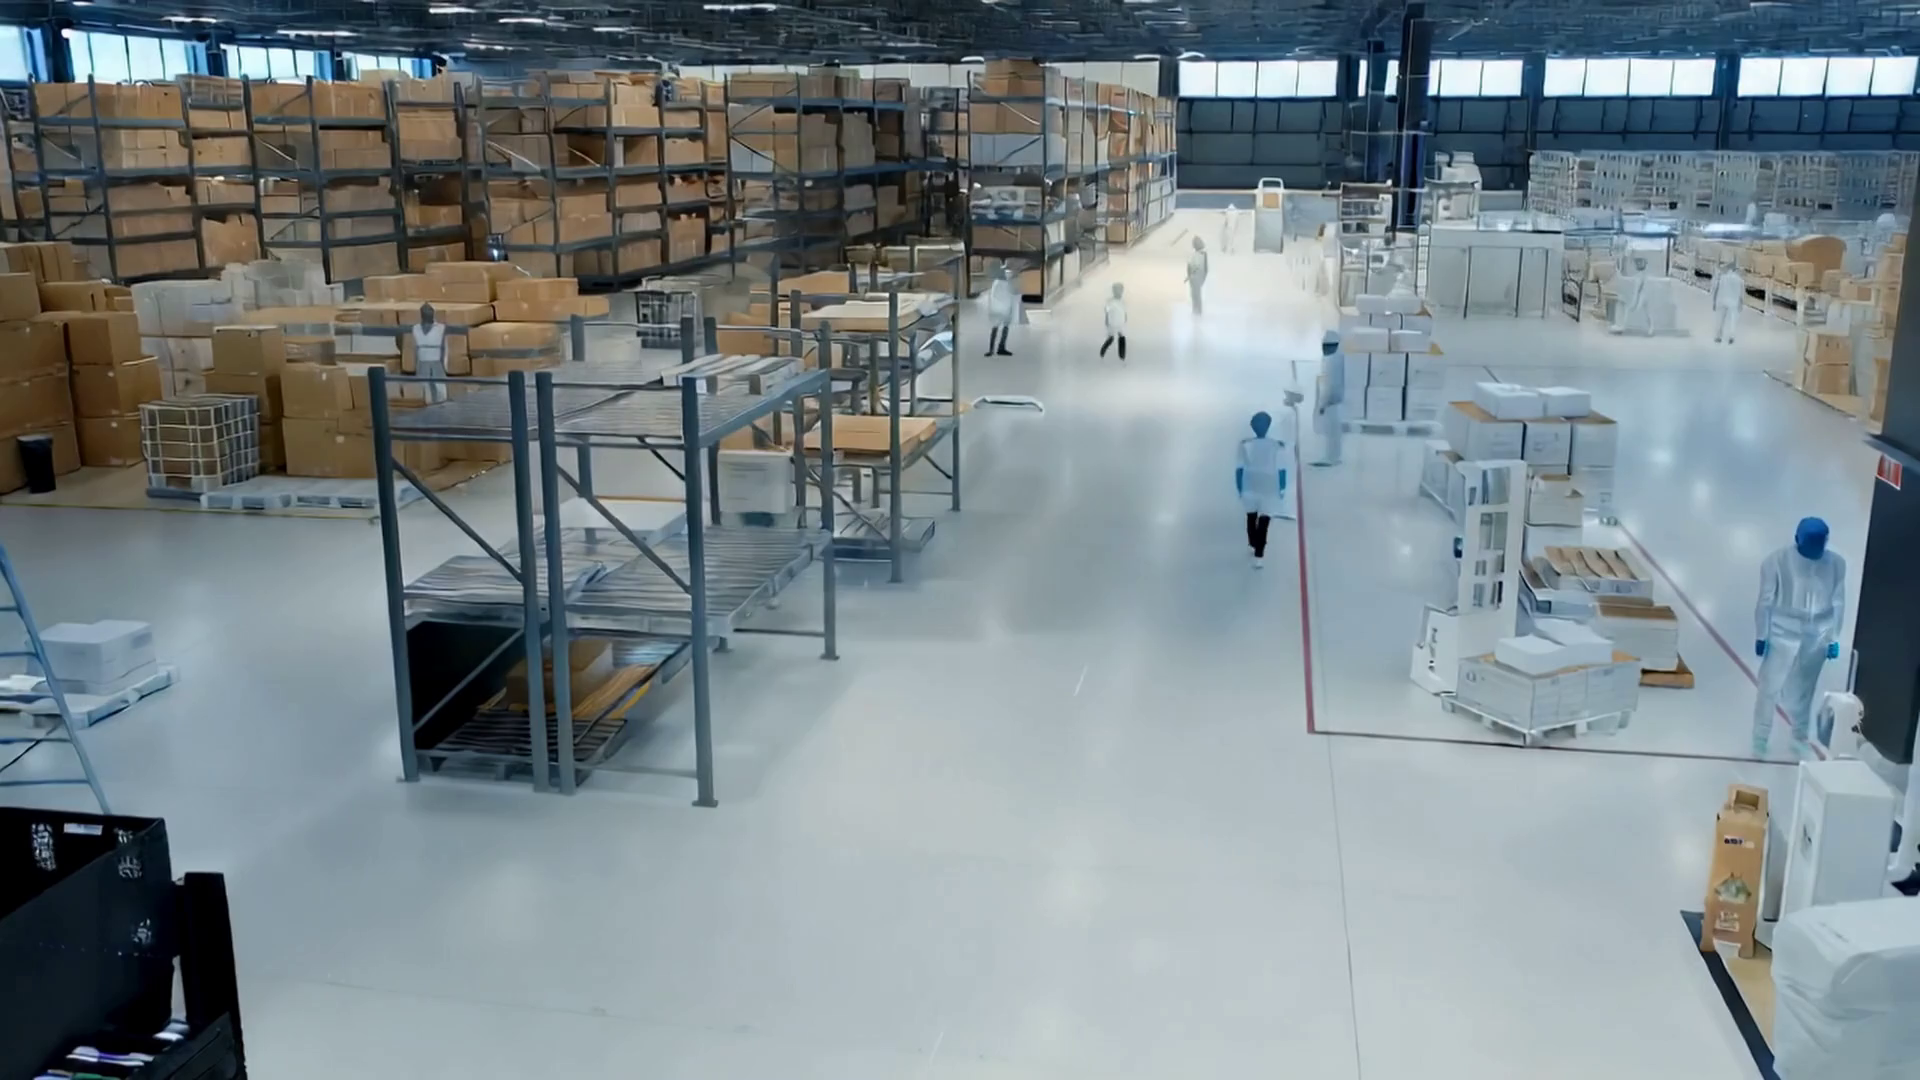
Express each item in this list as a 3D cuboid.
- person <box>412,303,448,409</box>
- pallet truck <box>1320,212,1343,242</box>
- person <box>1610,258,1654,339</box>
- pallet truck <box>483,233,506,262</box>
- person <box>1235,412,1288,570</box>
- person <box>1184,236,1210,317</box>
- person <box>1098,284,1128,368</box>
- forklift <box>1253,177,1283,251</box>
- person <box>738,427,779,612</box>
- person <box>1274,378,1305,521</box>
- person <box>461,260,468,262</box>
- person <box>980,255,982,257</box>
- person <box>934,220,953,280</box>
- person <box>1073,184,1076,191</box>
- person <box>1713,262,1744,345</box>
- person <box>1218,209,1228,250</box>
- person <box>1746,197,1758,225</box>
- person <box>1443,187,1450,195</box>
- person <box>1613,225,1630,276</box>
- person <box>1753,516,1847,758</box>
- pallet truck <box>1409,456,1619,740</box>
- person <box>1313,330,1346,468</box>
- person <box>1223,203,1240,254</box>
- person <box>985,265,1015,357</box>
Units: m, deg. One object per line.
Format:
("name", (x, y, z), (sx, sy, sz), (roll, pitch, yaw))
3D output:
("person", (-8.515, -2.853, 26.766), (0.592, 1.919, 0.392), (1, 14, 5))
("pallet truck", (15.874, -13.227, 70.310), (0.680, 1.201, 1.601), (10, 17, 35))
("person", (15.222, -5.422, 37.405), (0.974, 1.817, 0.544), (2, 14, 10))
("pallet truck", (-11.832, -7.026, 43.548), (1.885, 1.965, 0.823), (8, 16, 28))
("person", (3.263, -0.555, 17.966), (0.544, 1.662, 0.788), (7, 15, 26))
("person", (5.895, -6.650, 41.932), (0.663, 2.000, 0.698), (10, 17, 35))
("person", (3.061, -4.281, 33.075), (0.535, 1.663, 0.800), (-7, 16, -28))
("forklift", (12.083, -12.747, 64.956), (1.129, 2.768, 1.873), (3, 14, 10))
("person", (-2.043, -0.240, 16.392), (0.728, 1.822, 0.505), (13, 19, 41))
("person", (3.848, -1.062, 19.845), (0.475, 1.756, 0.534), (3, 14, 12))
("person", (-10.462, -4.938, 35.184), (0.509, 1.942, 0.608), (11, 18, 38))
("person", (0.845, -9.280, 53.317), (0.532, 1.698, 0.319), (-8, 16, -28))
("person", (-0.486, -9.171, 52.515), (0.658, 1.873, 0.553), (0, 14, -2))
("person", (5.853, -17.057, 84.373), (0.406, 1.945, 0.615), (-10, 17, -34))
("person", (16.868, -5.183, 36.503), (0.613, 1.797, 0.795), (4, 14, 16))
("person", (10.425, -12.218, 65.401), (0.514, 1.617, 0.528), (8, 16, 31))
("person", (33.917, -13.749, 71.138), (1.023, 1.855, 0.663), (6, 15, 23))
("person", (23.525, -16.154, 80.608), (0.378, 1.996, 0.611), (-9, 16, -32))
("person", (21.128, -9.228, 53.127), (0.535, 1.678, 0.665), (3, 14, 11))
("person", (6.248, 0.726, 12.395), (0.619, 1.845, 0.430), (1, 14, 6))
("pallet truck", (4.504, 0.400, 13.395), (0.823, 1.965, 1.885), (-6, 15, -23))
("person", (5.140, -1.960, 23.123), (0.381, 1.924, 0.593), (9, 16, 31))
("person", (10.287, -11.800, 63.050), (0.627, 1.940, 0.372), (-2, 14, -8))
("person", (0.804, -4.744, 34.533), (0.693, 1.886, 0.379), (-9, 16, -33))
